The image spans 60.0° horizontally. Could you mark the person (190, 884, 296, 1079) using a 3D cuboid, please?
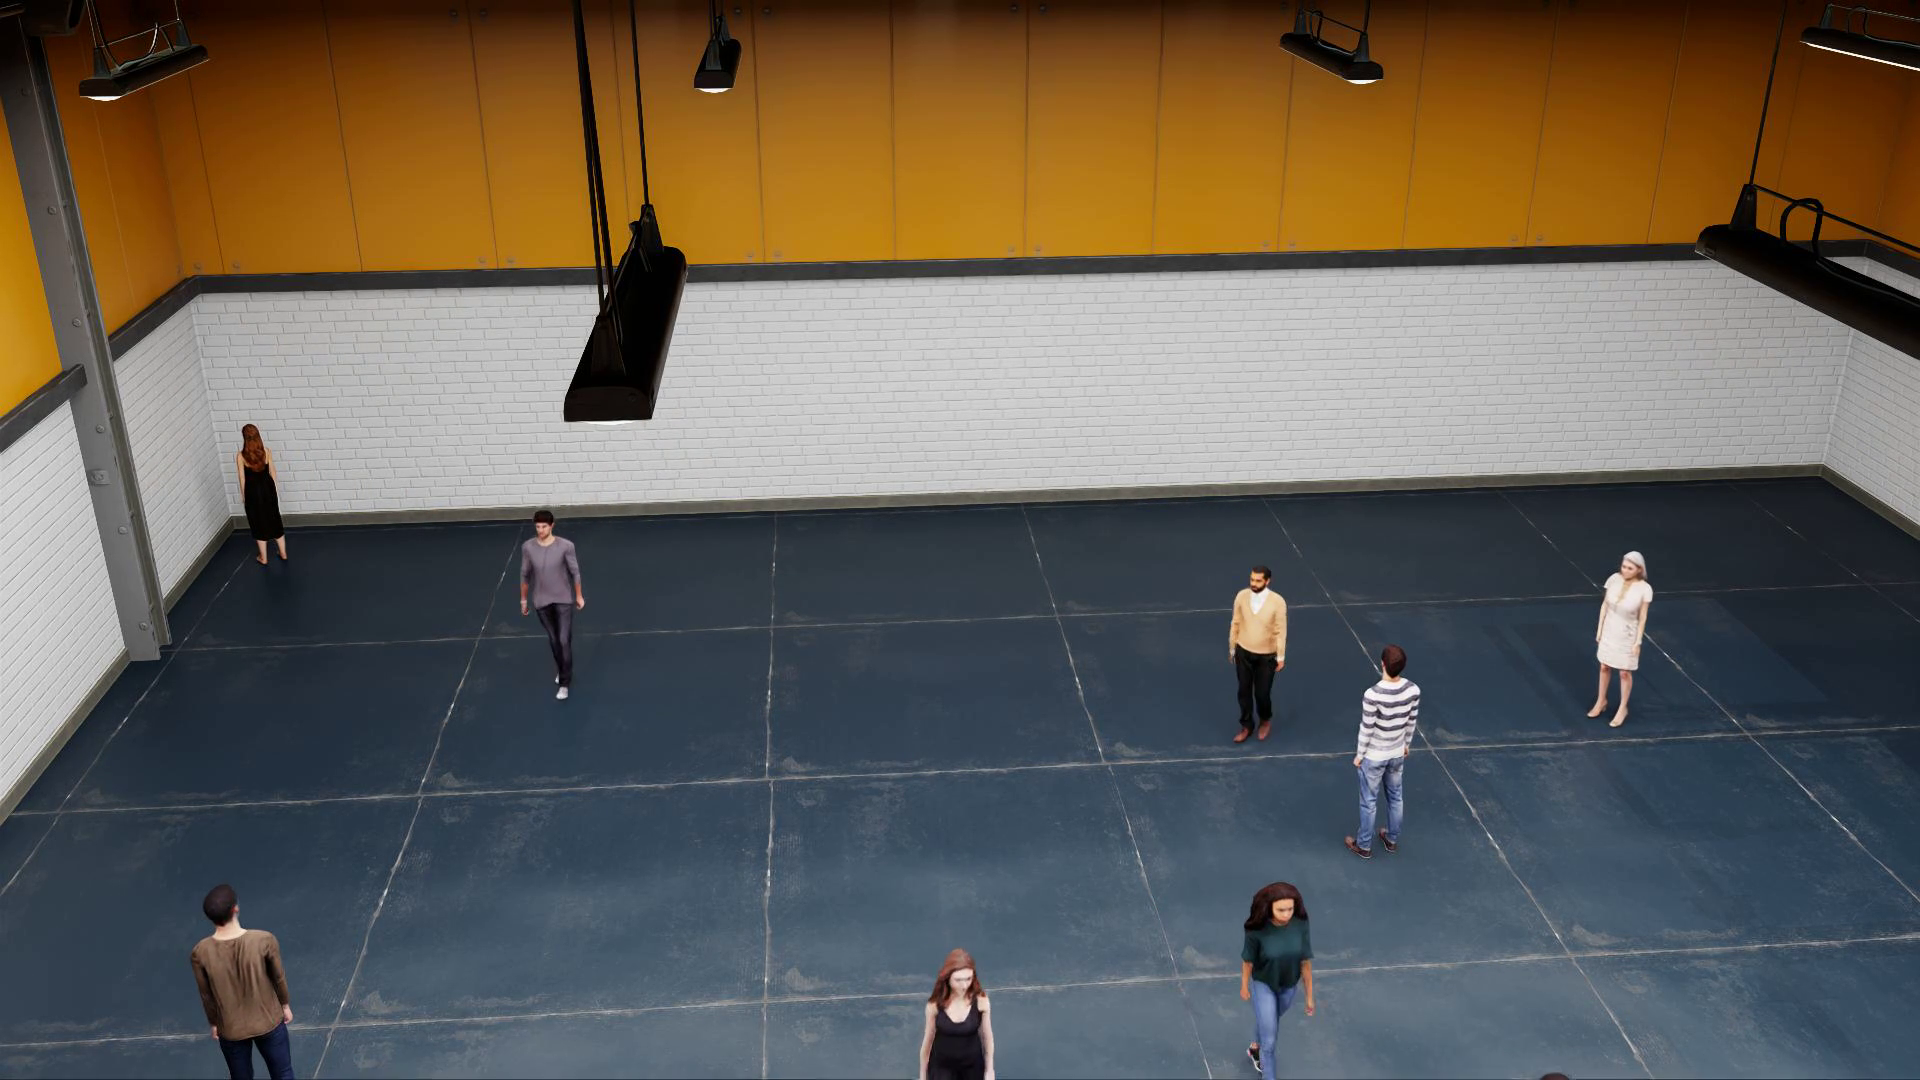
[{"bbox_3d":[-4.400,2.960,10.286,0.708,1.886,0.655,-9,25,-20],"label":"person"}]

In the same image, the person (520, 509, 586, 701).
[{"bbox_3d":[-3.862,0.531,15.912,0.813,1.829,0.993,2,24,5],"label":"person"}]

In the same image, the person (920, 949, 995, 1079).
[{"bbox_3d":[-0.033,3.134,10.104,0.687,1.713,1.050,-3,24,-6],"label":"person"}]

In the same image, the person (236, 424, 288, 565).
[{"bbox_3d":[-7.813,-0.518,18.570,0.668,1.623,0.717,-20,31,-38],"label":"person"}]

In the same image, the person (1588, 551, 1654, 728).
[{"bbox_3d":[6.039,0.892,15.209,0.754,1.732,0.672,-19,30,-37],"label":"person"}]

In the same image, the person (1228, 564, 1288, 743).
[{"bbox_3d":[2.707,0.995,14.957,0.809,1.743,0.850,14,27,29],"label":"person"}]

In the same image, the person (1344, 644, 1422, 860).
[{"bbox_3d":[3.382,1.678,13.258,0.695,1.854,0.612,-7,25,-16],"label":"person"}]

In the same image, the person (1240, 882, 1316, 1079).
[{"bbox_3d":[2.027,2.868,10.874,0.677,1.584,1.026,-5,24,-12],"label":"person"}]
